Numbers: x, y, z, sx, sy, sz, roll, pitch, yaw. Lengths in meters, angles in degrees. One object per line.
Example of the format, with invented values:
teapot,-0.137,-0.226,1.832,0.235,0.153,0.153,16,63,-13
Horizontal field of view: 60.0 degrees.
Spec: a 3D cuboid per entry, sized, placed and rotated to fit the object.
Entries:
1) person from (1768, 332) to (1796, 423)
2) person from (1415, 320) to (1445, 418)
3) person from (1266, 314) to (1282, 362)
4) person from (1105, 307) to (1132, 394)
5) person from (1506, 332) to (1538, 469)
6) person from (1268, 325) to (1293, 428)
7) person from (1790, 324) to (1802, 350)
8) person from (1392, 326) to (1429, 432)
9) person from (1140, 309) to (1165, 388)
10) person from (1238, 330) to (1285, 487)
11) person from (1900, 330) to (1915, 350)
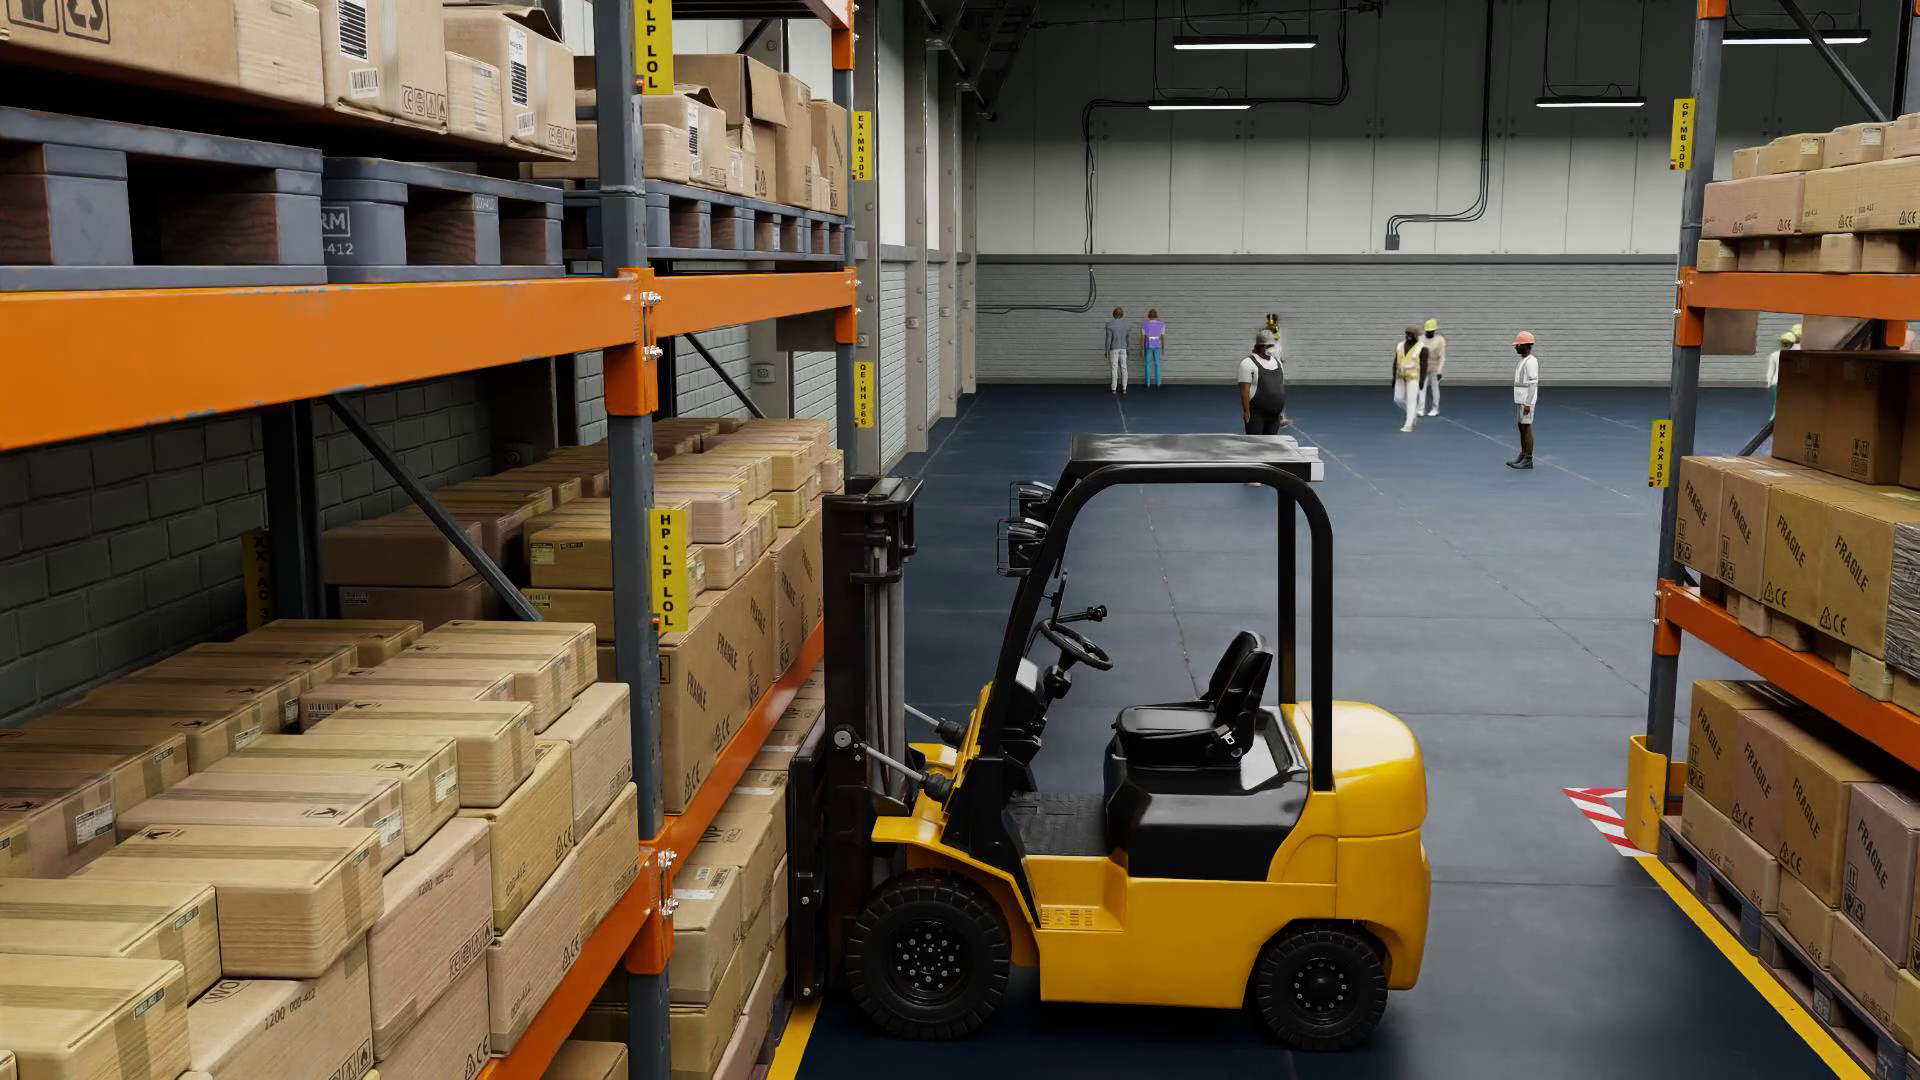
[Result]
person,13.937,-2.663,28.242,0.630,1.747,0.546,-5,11,-28
person,8.870,-3.229,31.401,0.594,1.842,1.026,8,12,39
person,6.613,-3.883,35.355,0.577,1.847,0.552,6,11,32
person,3.536,-4.245,37.275,0.631,1.940,0.372,-3,10,-19
person,7.953,-1.973,23.510,0.374,1.935,0.552,1,9,7
person,5.454,-2.847,29.168,0.971,1.818,0.538,-8,12,-41
person,14.951,-2.945,29.757,0.449,1.811,0.629,-5,11,-29
person,7.786,-2.783,28.749,0.527,1.829,0.648,-8,13,-41
person,4.533,-4.501,39.114,0.568,1.840,0.374,-1,9,-4
person,3.971,-1.712,21.617,0.682,2.000,0.537,-6,11,-32
person,18.263,-3.446,32.560,0.677,1.889,0.464,0,9,3
